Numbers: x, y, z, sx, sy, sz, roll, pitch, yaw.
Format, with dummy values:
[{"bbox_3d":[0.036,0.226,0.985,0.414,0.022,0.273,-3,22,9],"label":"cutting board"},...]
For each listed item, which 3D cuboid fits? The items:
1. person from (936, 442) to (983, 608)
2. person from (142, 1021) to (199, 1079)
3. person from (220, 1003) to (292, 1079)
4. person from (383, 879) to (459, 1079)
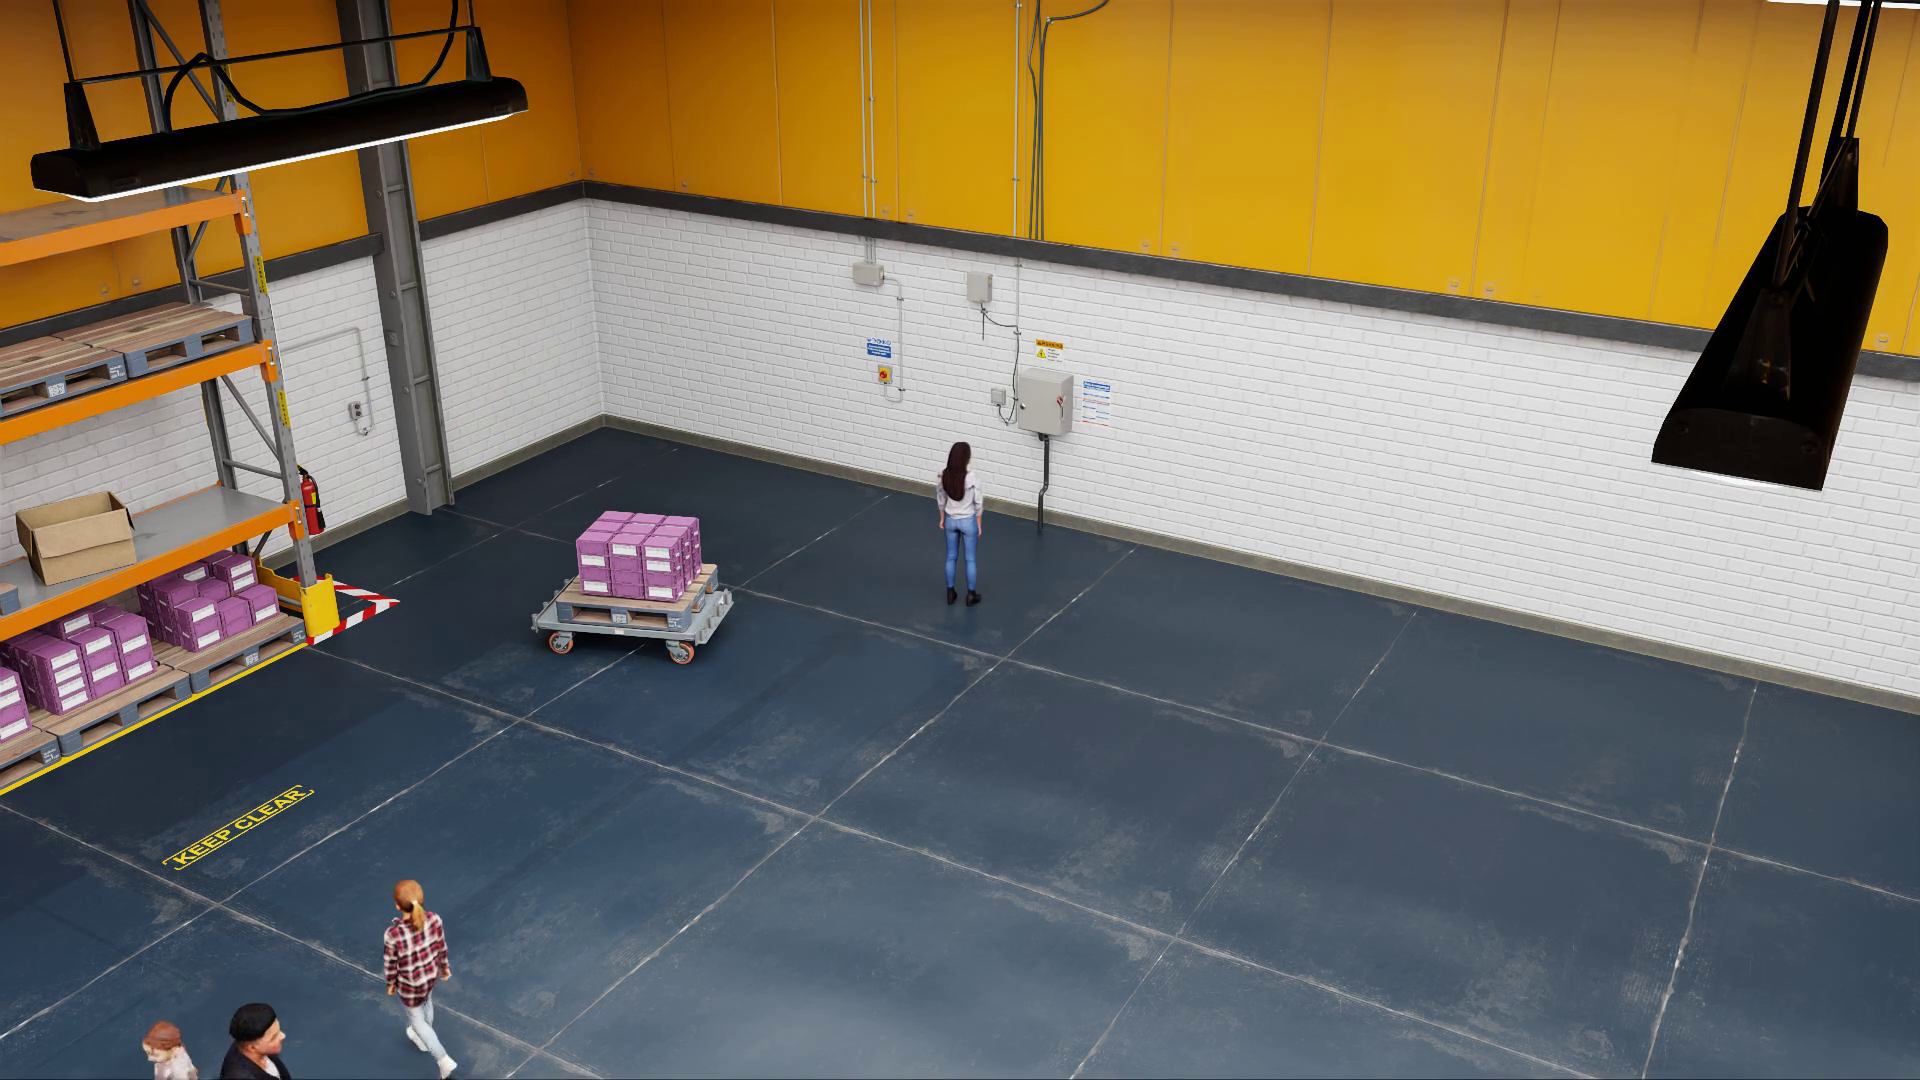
[{"bbox_3d":[0.007,-0.152,15.794,0.633,1.630,0.563,8,25,18],"label":"person"},{"bbox_3d":[-4.143,3.055,9.023,0.644,1.177,0.599,-20,31,-38],"label":"person"},{"bbox_3d":[-3.558,3.058,8.271,0.904,1.774,0.834,-7,25,-16],"label":"person"},{"bbox_3d":[-3.197,2.618,9.883,0.732,1.288,0.870,22,32,40],"label":"person"}]
